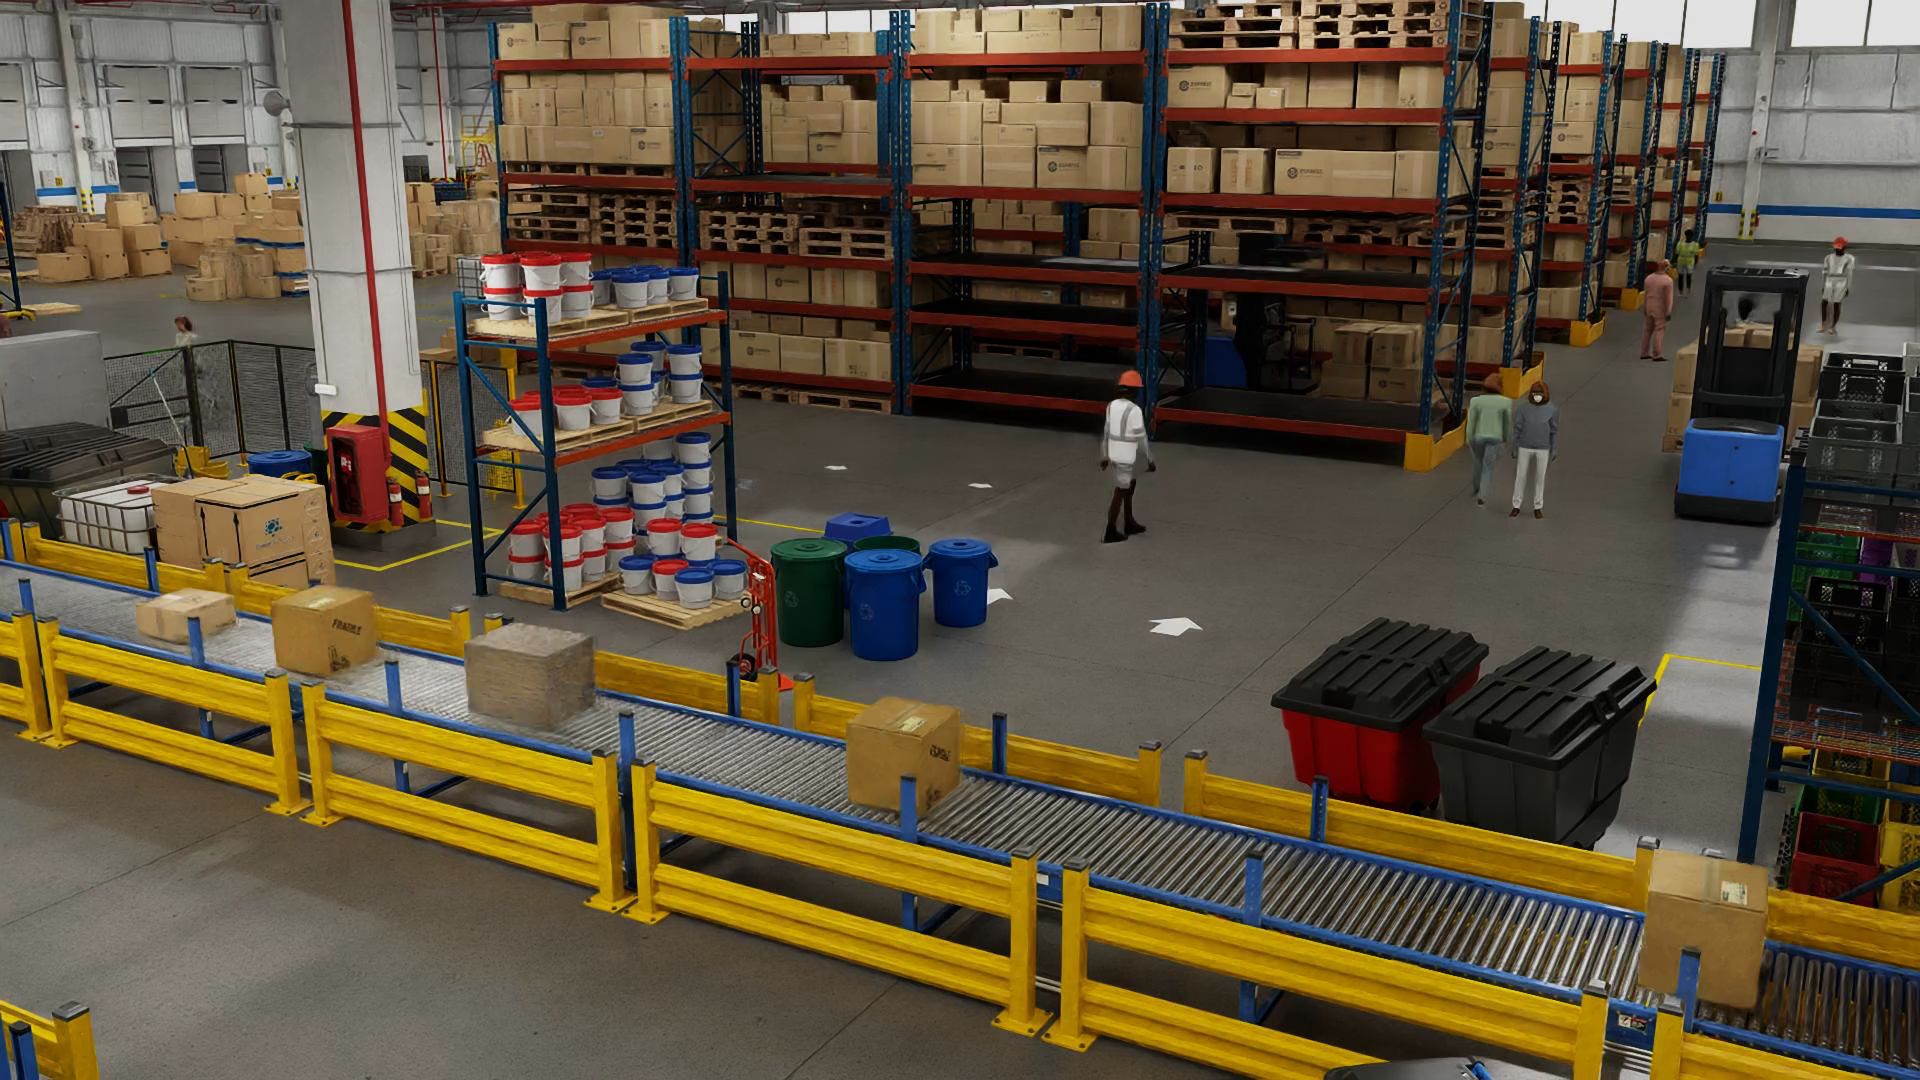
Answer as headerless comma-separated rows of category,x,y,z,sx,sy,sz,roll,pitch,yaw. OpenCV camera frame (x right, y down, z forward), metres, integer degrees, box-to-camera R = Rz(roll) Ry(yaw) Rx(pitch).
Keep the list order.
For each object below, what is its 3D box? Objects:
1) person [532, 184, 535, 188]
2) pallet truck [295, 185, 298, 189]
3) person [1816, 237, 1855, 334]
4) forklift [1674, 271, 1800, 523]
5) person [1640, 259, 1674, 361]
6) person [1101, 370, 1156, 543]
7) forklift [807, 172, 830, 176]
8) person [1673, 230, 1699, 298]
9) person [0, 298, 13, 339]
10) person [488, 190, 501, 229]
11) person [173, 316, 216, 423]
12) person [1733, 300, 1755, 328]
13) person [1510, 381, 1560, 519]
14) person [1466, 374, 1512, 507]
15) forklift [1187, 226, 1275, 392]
person,-17.021,-13.484,66.074,0.533,1.691,0.321,3,15,11
pallet truck,-26.804,-14.617,69.738,1.885,1.965,0.823,-14,20,-42
person,18.204,-5.280,34.604,0.607,2.025,0.609,14,20,42
forklift,9.269,-1.763,19.726,1.129,2.768,1.873,8,17,27
person,13.092,-4.300,31.150,0.399,1.900,0.643,-7,16,-23
person,1.906,-0.933,18.462,0.785,1.905,0.558,-7,16,-25
forklift,-5.198,-12.865,61.463,1.129,2.768,1.873,8,17,28
person,17.828,-6.782,40.901,0.540,1.679,0.576,8,17,29
person,-15.515,-3.104,26.904,0.524,1.768,0.317,3,15,11
person,-15.232,-10.494,54.466,0.644,1.891,1.005,12,19,39
person,-11.693,-2.617,25.356,0.521,1.619,0.643,10,18,33
person,12.612,-3.038,26.827,0.698,1.678,0.541,-1,15,-3
person,6.717,-1.057,19.459,0.507,1.632,0.268,5,16,18
person,6.416,-1.230,20.221,0.492,1.576,0.878,6,16,22
forklift,4.694,-3.625,26.727,1.873,2.768,1.129,8,17,28
